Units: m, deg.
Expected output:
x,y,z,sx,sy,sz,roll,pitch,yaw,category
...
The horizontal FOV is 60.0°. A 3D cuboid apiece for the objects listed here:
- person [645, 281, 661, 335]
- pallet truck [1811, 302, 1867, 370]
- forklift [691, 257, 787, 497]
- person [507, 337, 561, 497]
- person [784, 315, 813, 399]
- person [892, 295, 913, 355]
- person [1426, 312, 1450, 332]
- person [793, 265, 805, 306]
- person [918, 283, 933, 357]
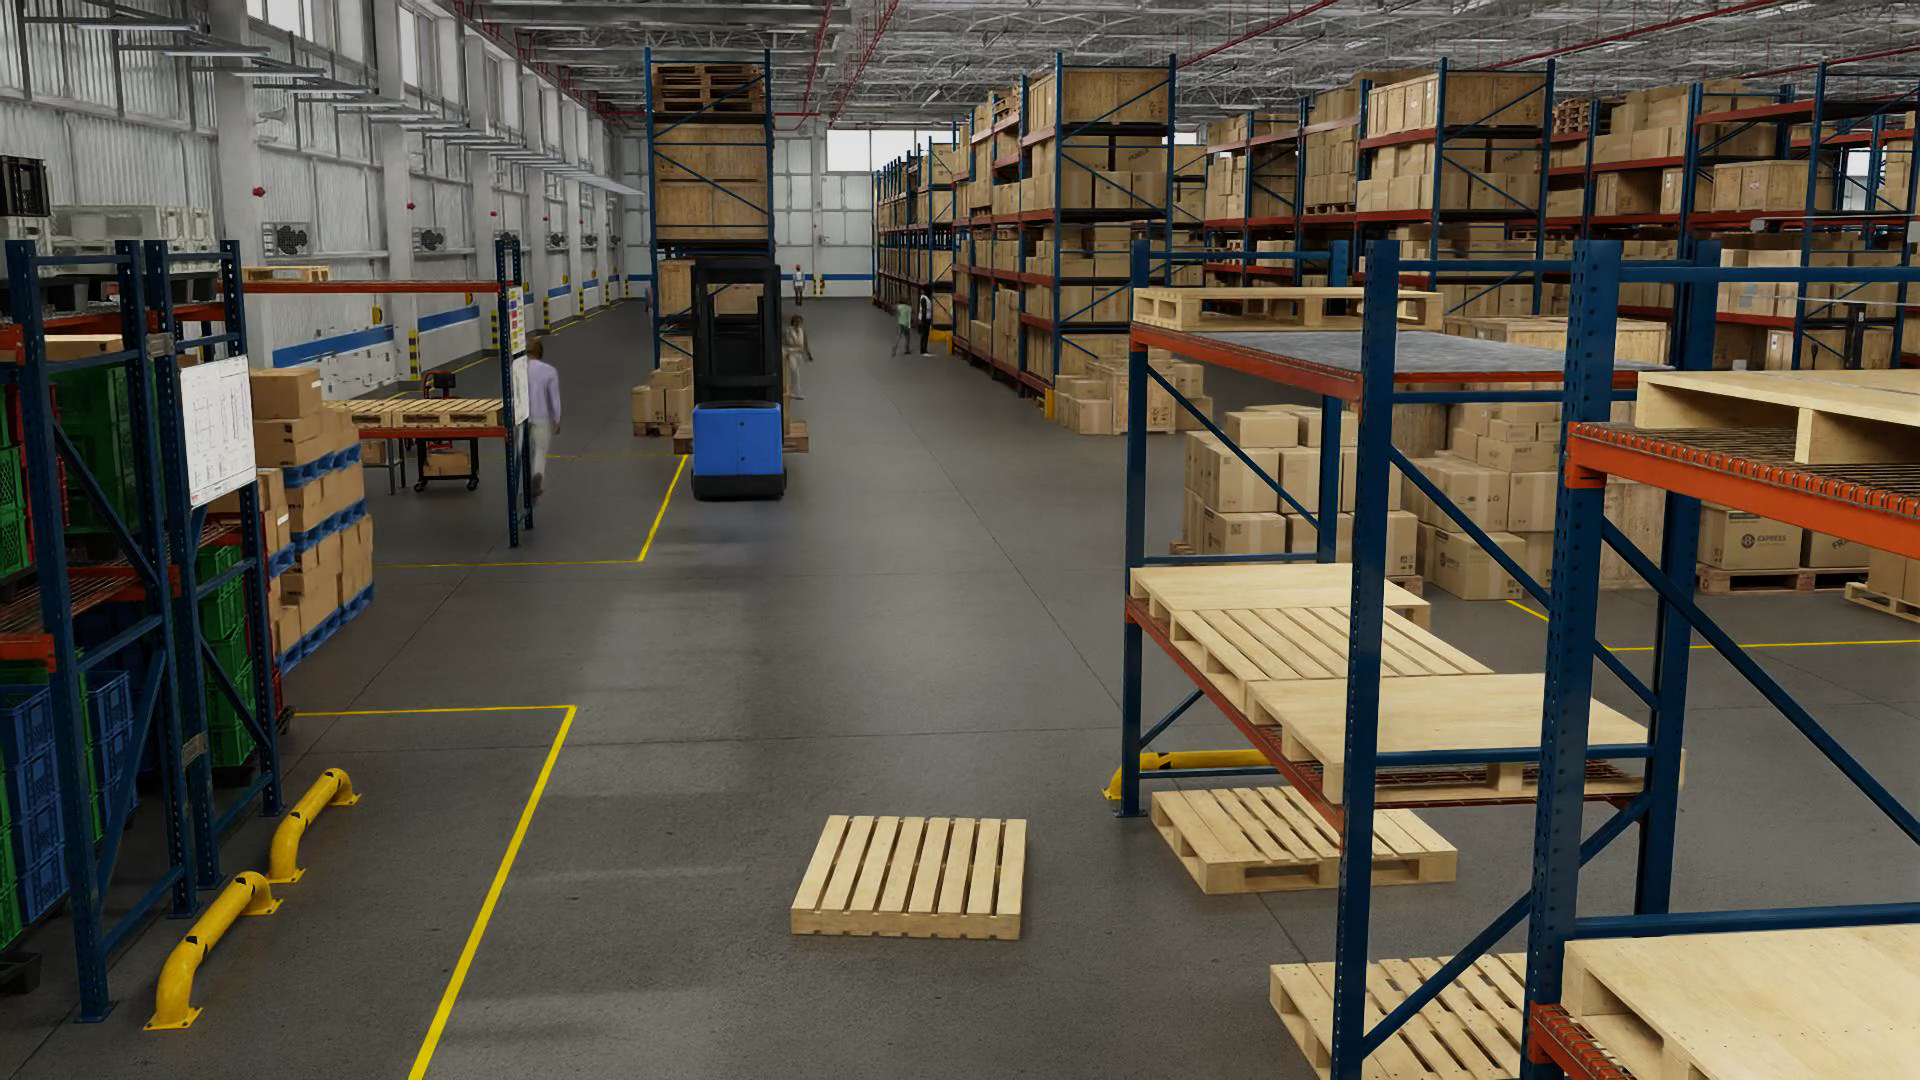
x,y,z,sx,sy,sz,roll,pitch,yaw,category
-9.690,-7.393,52.811,0.634,1.826,0.443,-3,11,-18,person
15.846,-3.142,28.793,1.885,1.965,0.823,2,10,12,pallet truck
-2.681,-2.005,20.045,1.129,2.768,1.873,-1,10,-6,forklift
-5.002,-1.411,19.438,0.659,1.914,0.672,0,10,1,person
-3.074,-3.488,31.753,0.732,1.607,0.543,8,13,39,person
-1.529,-5.663,43.888,0.543,1.596,0.761,8,13,38,person
7.708,-2.743,26.871,0.659,1.890,0.590,-5,11,-25,person
-7.482,-11.808,77.096,0.571,1.882,0.985,-2,10,-11,person
-0.900,-5.750,43.461,0.371,1.916,0.597,2,10,10,person
